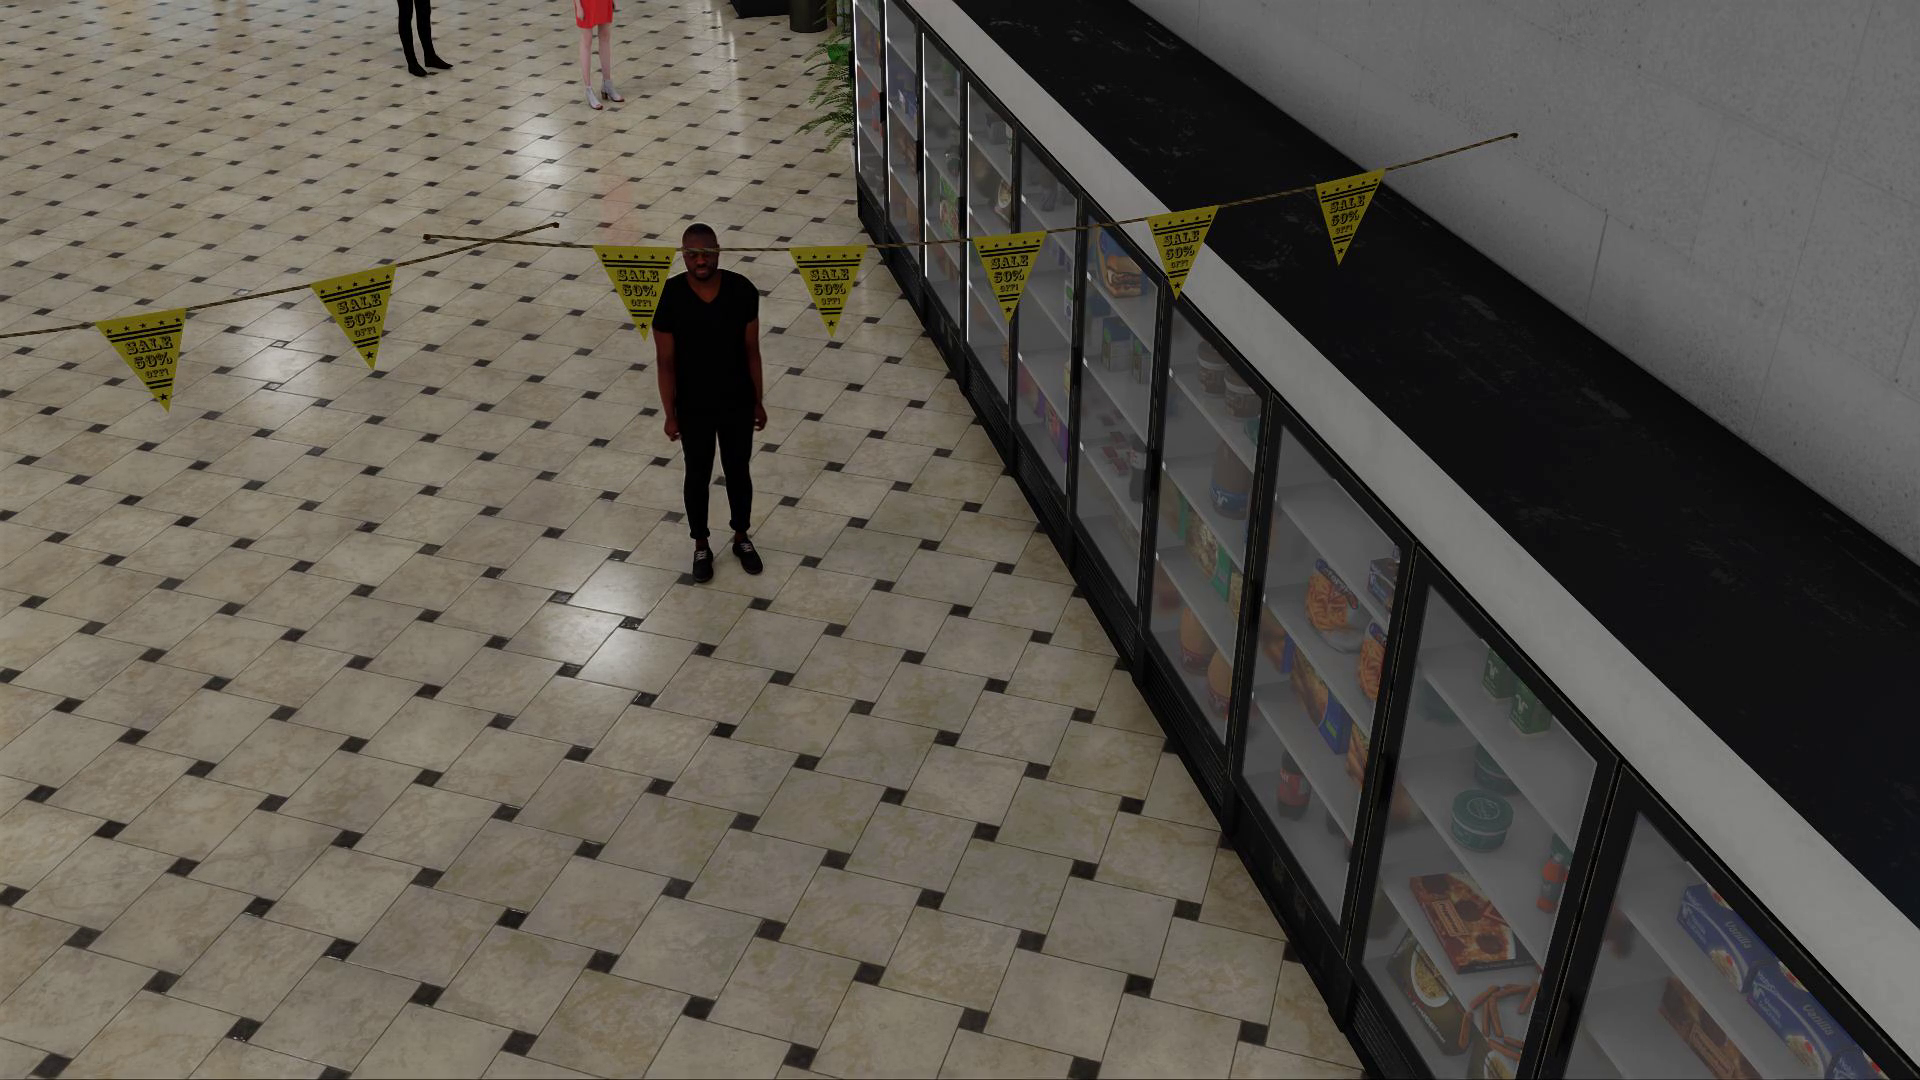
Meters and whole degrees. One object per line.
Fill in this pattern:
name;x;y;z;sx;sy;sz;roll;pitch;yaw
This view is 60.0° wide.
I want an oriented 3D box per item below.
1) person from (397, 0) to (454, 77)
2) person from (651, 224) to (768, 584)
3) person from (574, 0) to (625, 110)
person;-5.091;-5.287;15.354;0.847;1.893;0.774;19;37;28
person;-1.180;-0.656;7.981;0.492;1.819;0.732;-10;33;-16
person;-3.204;-4.713;14.494;0.728;1.827;0.646;20;37;29
